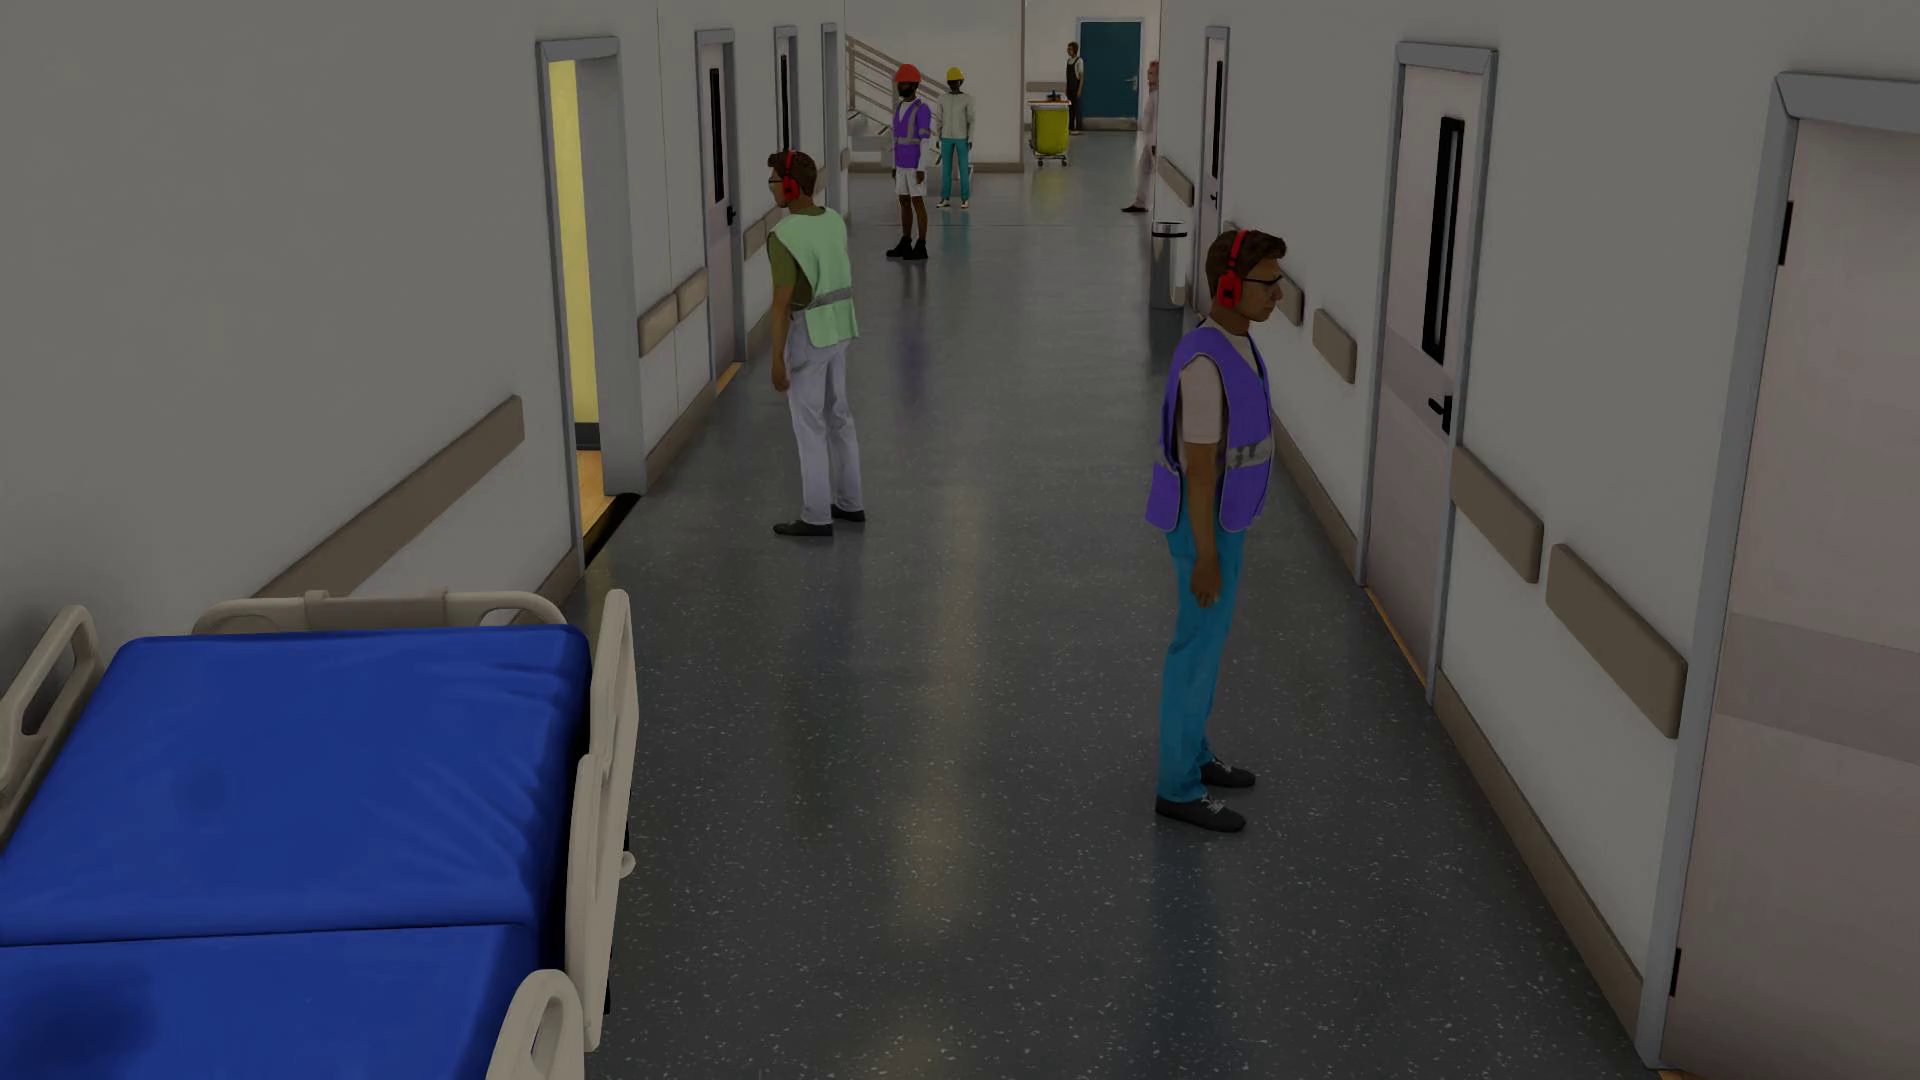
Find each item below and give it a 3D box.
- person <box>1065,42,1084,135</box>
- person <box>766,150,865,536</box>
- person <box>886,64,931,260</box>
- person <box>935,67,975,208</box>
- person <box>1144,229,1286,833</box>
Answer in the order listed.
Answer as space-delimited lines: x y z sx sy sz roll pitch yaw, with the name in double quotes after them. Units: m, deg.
2.319 -9.196 33.907 0.328 1.844 0.511 -10 20 -28 "person"
-0.703 -0.927 7.962 0.404 1.832 0.578 9 20 27 "person"
-0.527 -3.818 16.883 0.370 1.938 0.554 -13 22 -35 "person"
-0.068 -5.149 21.323 0.525 1.769 0.312 6 18 17 "person"
0.764 -0.031 5.116 0.373 1.840 0.570 5 18 16 "person"
